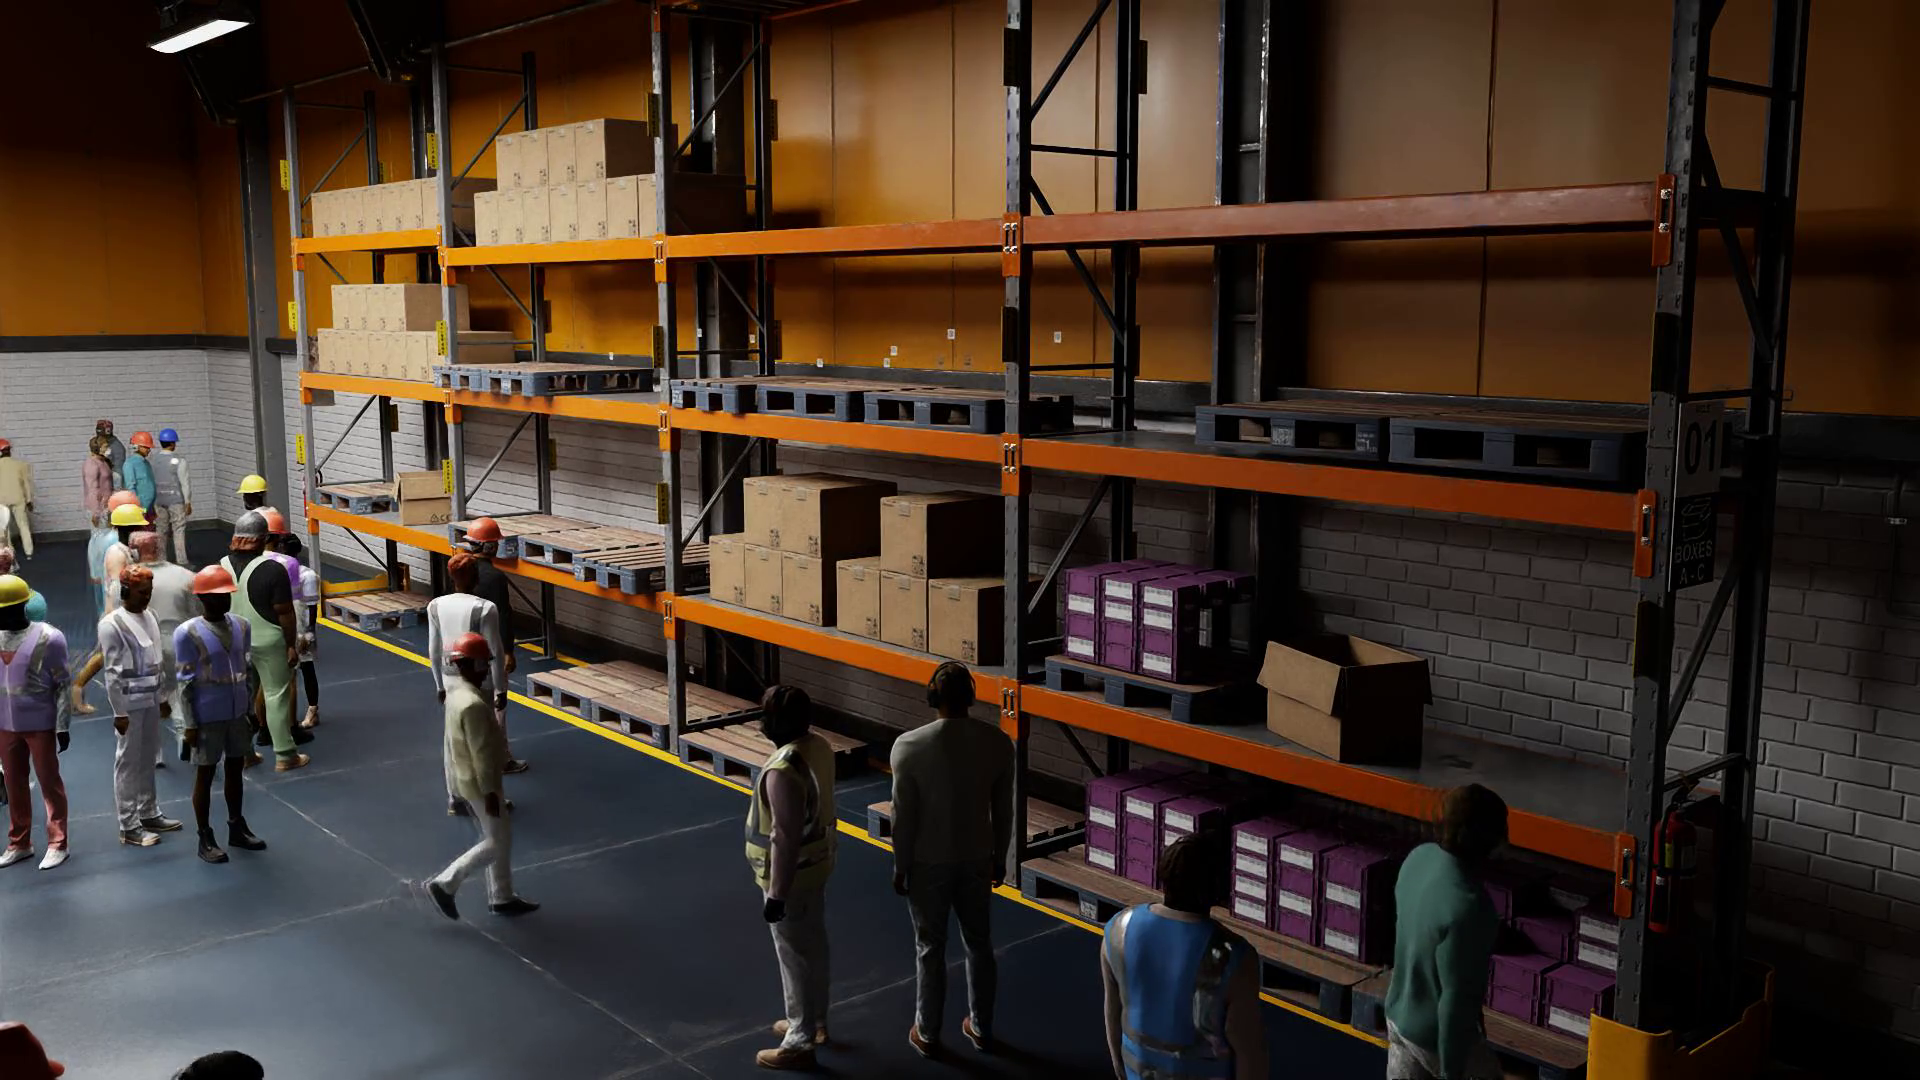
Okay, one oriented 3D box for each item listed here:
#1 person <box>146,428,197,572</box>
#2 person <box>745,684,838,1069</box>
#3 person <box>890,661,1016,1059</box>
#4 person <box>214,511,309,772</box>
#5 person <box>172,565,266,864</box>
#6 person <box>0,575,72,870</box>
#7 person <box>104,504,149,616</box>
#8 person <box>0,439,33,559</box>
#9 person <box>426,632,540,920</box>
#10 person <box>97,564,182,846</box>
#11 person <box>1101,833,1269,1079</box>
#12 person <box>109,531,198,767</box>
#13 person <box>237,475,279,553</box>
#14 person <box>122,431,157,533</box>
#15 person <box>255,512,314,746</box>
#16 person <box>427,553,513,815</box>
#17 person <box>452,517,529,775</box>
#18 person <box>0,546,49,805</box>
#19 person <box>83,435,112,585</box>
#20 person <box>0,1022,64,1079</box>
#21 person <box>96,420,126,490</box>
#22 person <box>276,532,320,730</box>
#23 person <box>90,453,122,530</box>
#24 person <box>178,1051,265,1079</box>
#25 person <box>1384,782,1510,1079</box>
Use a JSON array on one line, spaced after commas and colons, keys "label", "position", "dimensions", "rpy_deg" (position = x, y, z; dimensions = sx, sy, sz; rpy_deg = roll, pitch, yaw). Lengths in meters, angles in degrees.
[{"label": "person", "position": [-10.597, -0.526, 22.329], "dimensions": [0.615, 1.943, 0.409], "rpy_deg": [1, 8, 10]}, {"label": "person", "position": [-0.808, 1.595, 7.951], "dimensions": [0.430, 1.843, 0.625], "rpy_deg": [2, 8, 12]}, {"label": "person", "position": [-0.037, 1.542, 8.037], "dimensions": [0.623, 1.932, 0.367], "rpy_deg": [-3, 9, -21]}, {"label": "person", "position": [-5.428, 0.779, 12.929], "dimensions": [0.684, 2.000, 0.538], "rpy_deg": [1, 8, 10]}, {"label": "person", "position": [-4.836, 1.122, 10.890], "dimensions": [0.353, 1.942, 0.546], "rpy_deg": [5, 9, 29]}, {"label": "person", "position": [-6.001, 1.166, 10.659], "dimensions": [0.594, 1.918, 0.383], "rpy_deg": [1, 8, 5]}, {"label": "person", "position": [-7.090, 0.649, 14.223], "dimensions": [0.382, 1.928, 0.587], "rpy_deg": [-3, 9, -18]}, {"label": "person", "position": [-13.414, -0.566, 23.482], "dimensions": [0.676, 1.700, 0.581], "rpy_deg": [7, 11, 40]}, {"label": "person", "position": [-2.803, 1.399, 9.736], "dimensions": [0.578, 1.712, 0.586], "rpy_deg": [-2, 9, -17]}, {"label": "person", "position": [-5.544, 1.099, 11.239], "dimensions": [0.354, 1.887, 0.573], "rpy_deg": [1, 8, 4]}, {"label": "person", "position": [0.793, 1.910, 5.759], "dimensions": [0.625, 1.844, 0.429], "rpy_deg": [7, 11, 39]}, {"label": "person", "position": [-6.273, 0.854, 12.936], "dimensions": [0.468, 1.879, 0.667], "rpy_deg": [8, 11, 43]}, {"label": "person", "position": [-6.962, 0.312, 16.569], "dimensions": [0.388, 1.927, 0.589], "rpy_deg": [0, 8, 2]}, {"label": "person", "position": [-10.475, -0.402, 21.335], "dimensions": [0.393, 1.985, 0.611], "rpy_deg": [-1, 8, -6]}, {"label": "person", "position": [-5.641, 0.737, 13.644], "dimensions": [0.628, 1.931, 0.406], "rpy_deg": [0, 8, -1]}, {"label": "person", "position": [-3.461, 1.026, 11.754], "dimensions": [0.574, 1.884, 0.356], "rpy_deg": [2, 9, 17]}, {"label": "person", "position": [-3.644, 0.818, 12.819], "dimensions": [0.608, 1.995, 0.377], "rpy_deg": [5, 10, 34]}, {"label": "person", "position": [-6.903, 0.996, 12.016], "dimensions": [0.651, 1.882, 0.724], "rpy_deg": [-1, 8, -5]}, {"label": "person", "position": [-11.081, -0.387, 21.429], "dimensions": [0.369, 1.933, 0.630], "rpy_deg": [-2, 9, -16]}, {"label": "person", "position": [-2.519, 2.141, 4.459], "dimensions": [0.559, 1.752, 0.326], "rpy_deg": [4, 9, 25]}, {"label": "person", "position": [-12.539, -0.816, 24.486], "dimensions": [0.639, 1.908, 0.409], "rpy_deg": [6, 10, 37]}, {"label": "person", "position": [-5.699, 0.769, 14.190], "dimensions": [0.535, 1.697, 0.318], "rpy_deg": [3, 9, 17]}, {"label": "person", "position": [-11.176, -0.335, 21.745], "dimensions": [0.492, 1.731, 0.324], "rpy_deg": [2, 8, 11]}, {"label": "person", "position": [-1.770, 2.150, 3.904], "dimensions": [0.594, 1.895, 0.597], "rpy_deg": [3, 9, 23]}, {"label": "person", "position": [1.872, 1.821, 6.166], "dimensions": [0.810, 1.898, 0.624], "rpy_deg": [-2, 8, -11]}]
